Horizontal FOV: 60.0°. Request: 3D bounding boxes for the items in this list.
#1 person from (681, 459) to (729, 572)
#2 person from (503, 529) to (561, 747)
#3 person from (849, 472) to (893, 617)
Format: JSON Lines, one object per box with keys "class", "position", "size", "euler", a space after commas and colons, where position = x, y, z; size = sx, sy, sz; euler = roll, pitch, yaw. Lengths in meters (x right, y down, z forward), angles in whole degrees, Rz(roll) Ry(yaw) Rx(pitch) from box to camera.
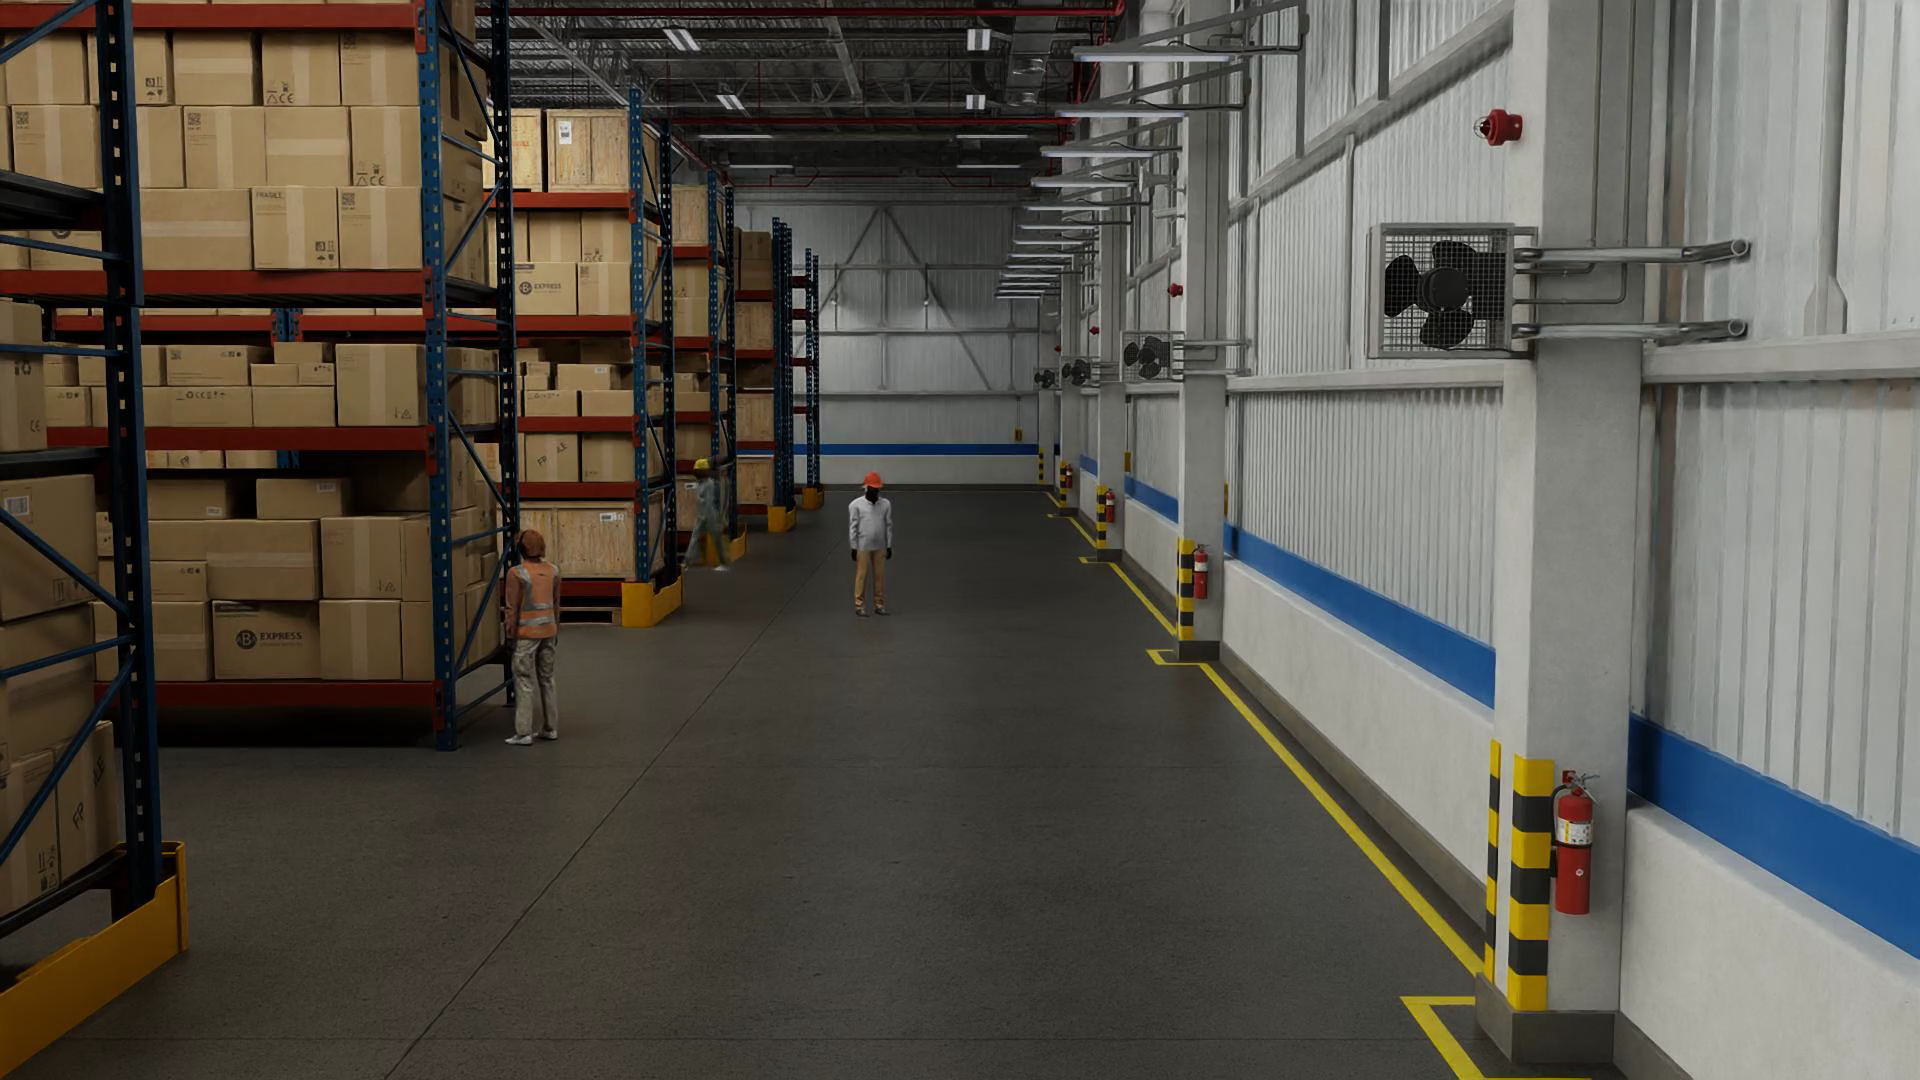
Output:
{"class": "person", "position": [-3.847, -0.354, 24.824], "size": [0.897, 1.693, 0.507], "euler": [-4, 6, -36]}
{"class": "person", "position": [-3.221, 0.734, 12.577], "size": [0.313, 1.628, 0.526], "euler": [3, 6, 33]}
{"class": "person", "position": [-1.049, 0.057, 19.826], "size": [0.567, 1.740, 0.368], "euler": [-3, 6, -29]}
